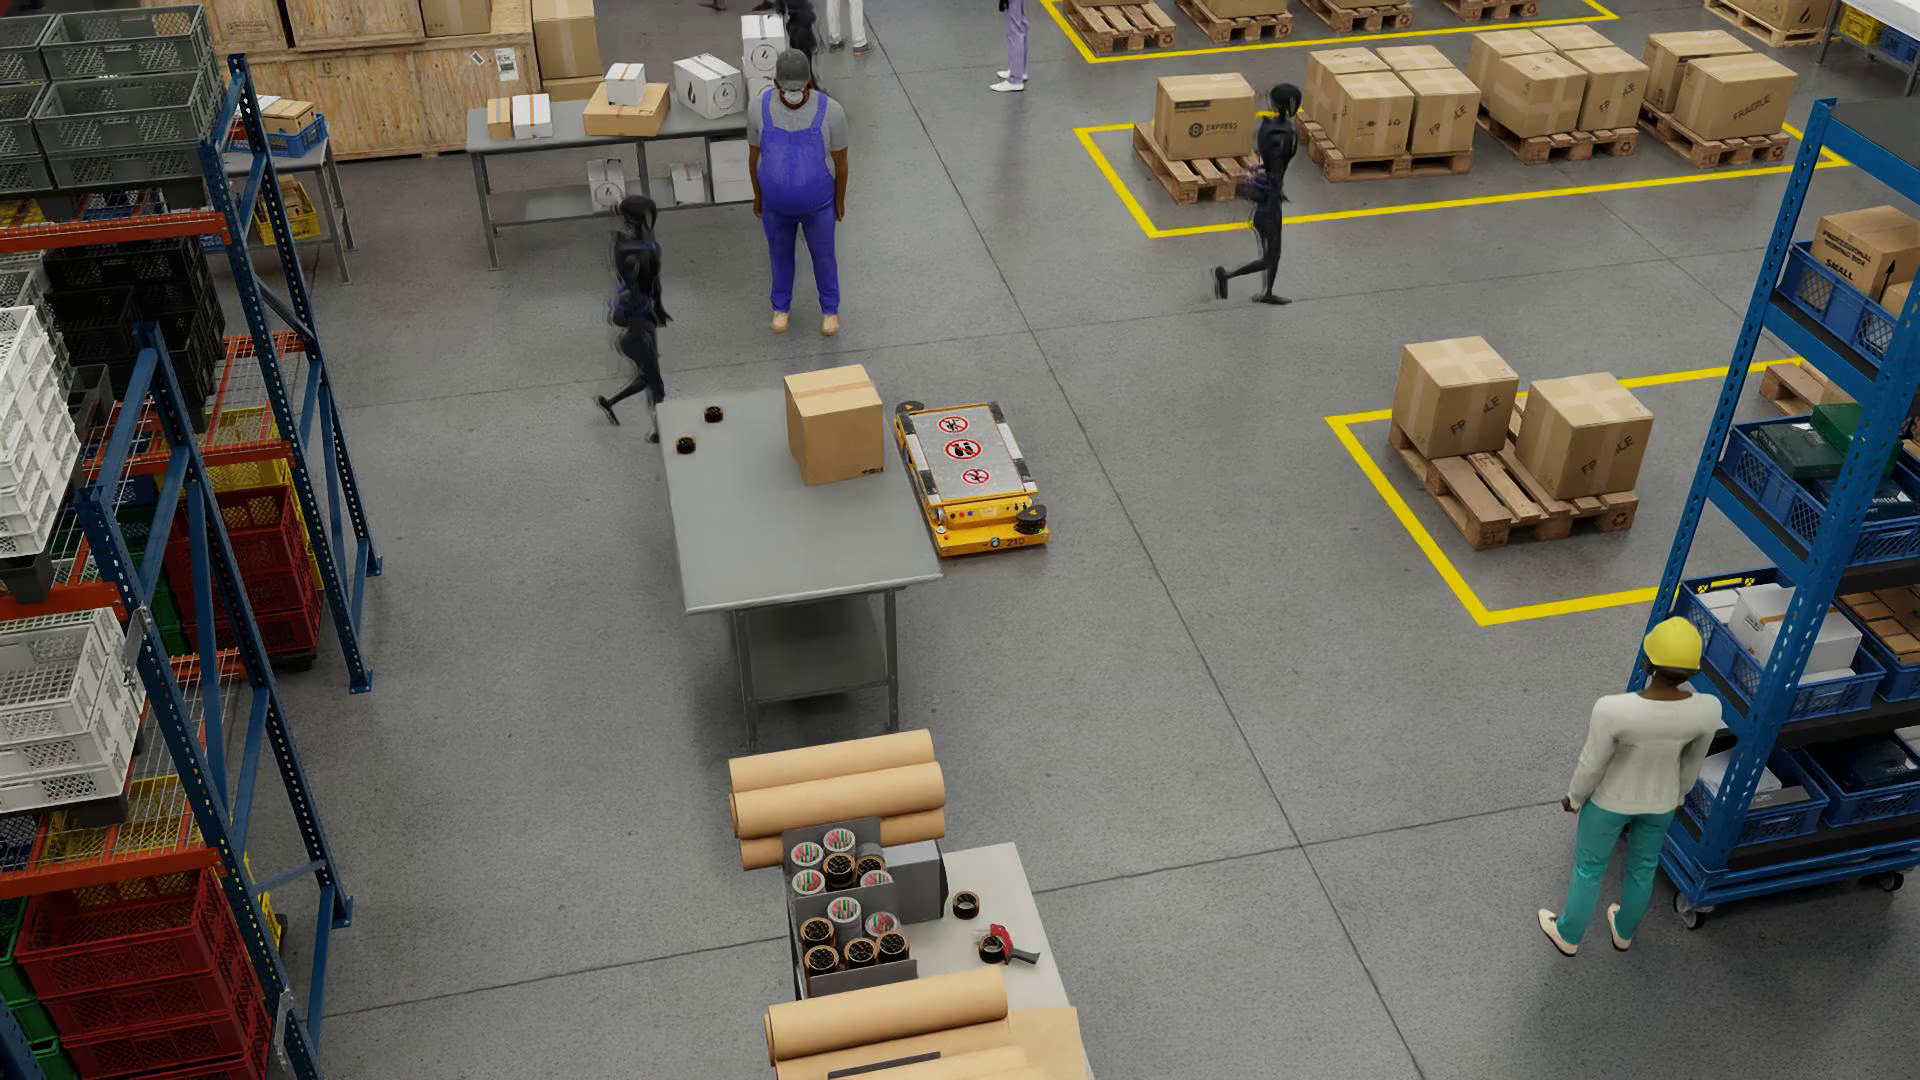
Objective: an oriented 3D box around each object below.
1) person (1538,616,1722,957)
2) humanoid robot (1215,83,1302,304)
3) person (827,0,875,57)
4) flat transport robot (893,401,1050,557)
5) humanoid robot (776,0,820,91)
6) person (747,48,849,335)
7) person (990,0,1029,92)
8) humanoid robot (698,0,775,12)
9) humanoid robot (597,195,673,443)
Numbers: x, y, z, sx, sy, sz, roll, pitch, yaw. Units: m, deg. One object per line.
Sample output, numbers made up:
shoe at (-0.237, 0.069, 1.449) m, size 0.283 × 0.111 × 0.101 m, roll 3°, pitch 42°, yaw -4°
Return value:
person at (2.766, 1.043, 6.895) m, size 0.525 × 1.768 × 0.329 m, roll -1°, pitch 37°, yaw -2°
humanoid robot at (2.123, -2.378, 11.577) m, size 0.505 × 1.651 × 0.600 m, roll 9°, pitch 38°, yaw 12°
person at (-1.077, -5.489, 15.580) m, size 0.573 × 1.882 × 0.356 m, roll 15°, pitch 39°, yaw 19°
flat transport robot at (0.046, -0.430, 10.108) m, size 0.652 × 0.197 × 1.431 m, roll -8°, pitch 37°, yaw -10°
humanoid robot at (-1.393, -4.462, 14.381) m, size 0.430 × 1.622 × 0.634 m, roll -13°, pitch 38°, yaw -16°
person at (-1.090, -2.329, 11.201) m, size 0.678 × 2.000 × 0.535 m, roll 3°, pitch 37°, yaw 4°
person at (0.459, -4.972, 14.851) m, size 0.379 × 1.923 × 0.587 m, roll 10°, pitch 38°, yaw 13°
humanoid robot at (-2.261, -6.059, 16.562) m, size 0.788 × 1.627 × 0.615 m, roll -13°, pitch 39°, yaw -17°
humanoid robot at (-2.019, -1.343, 10.191) m, size 0.538 × 1.632 × 0.612 m, roll 0°, pitch 37°, yaw 0°
